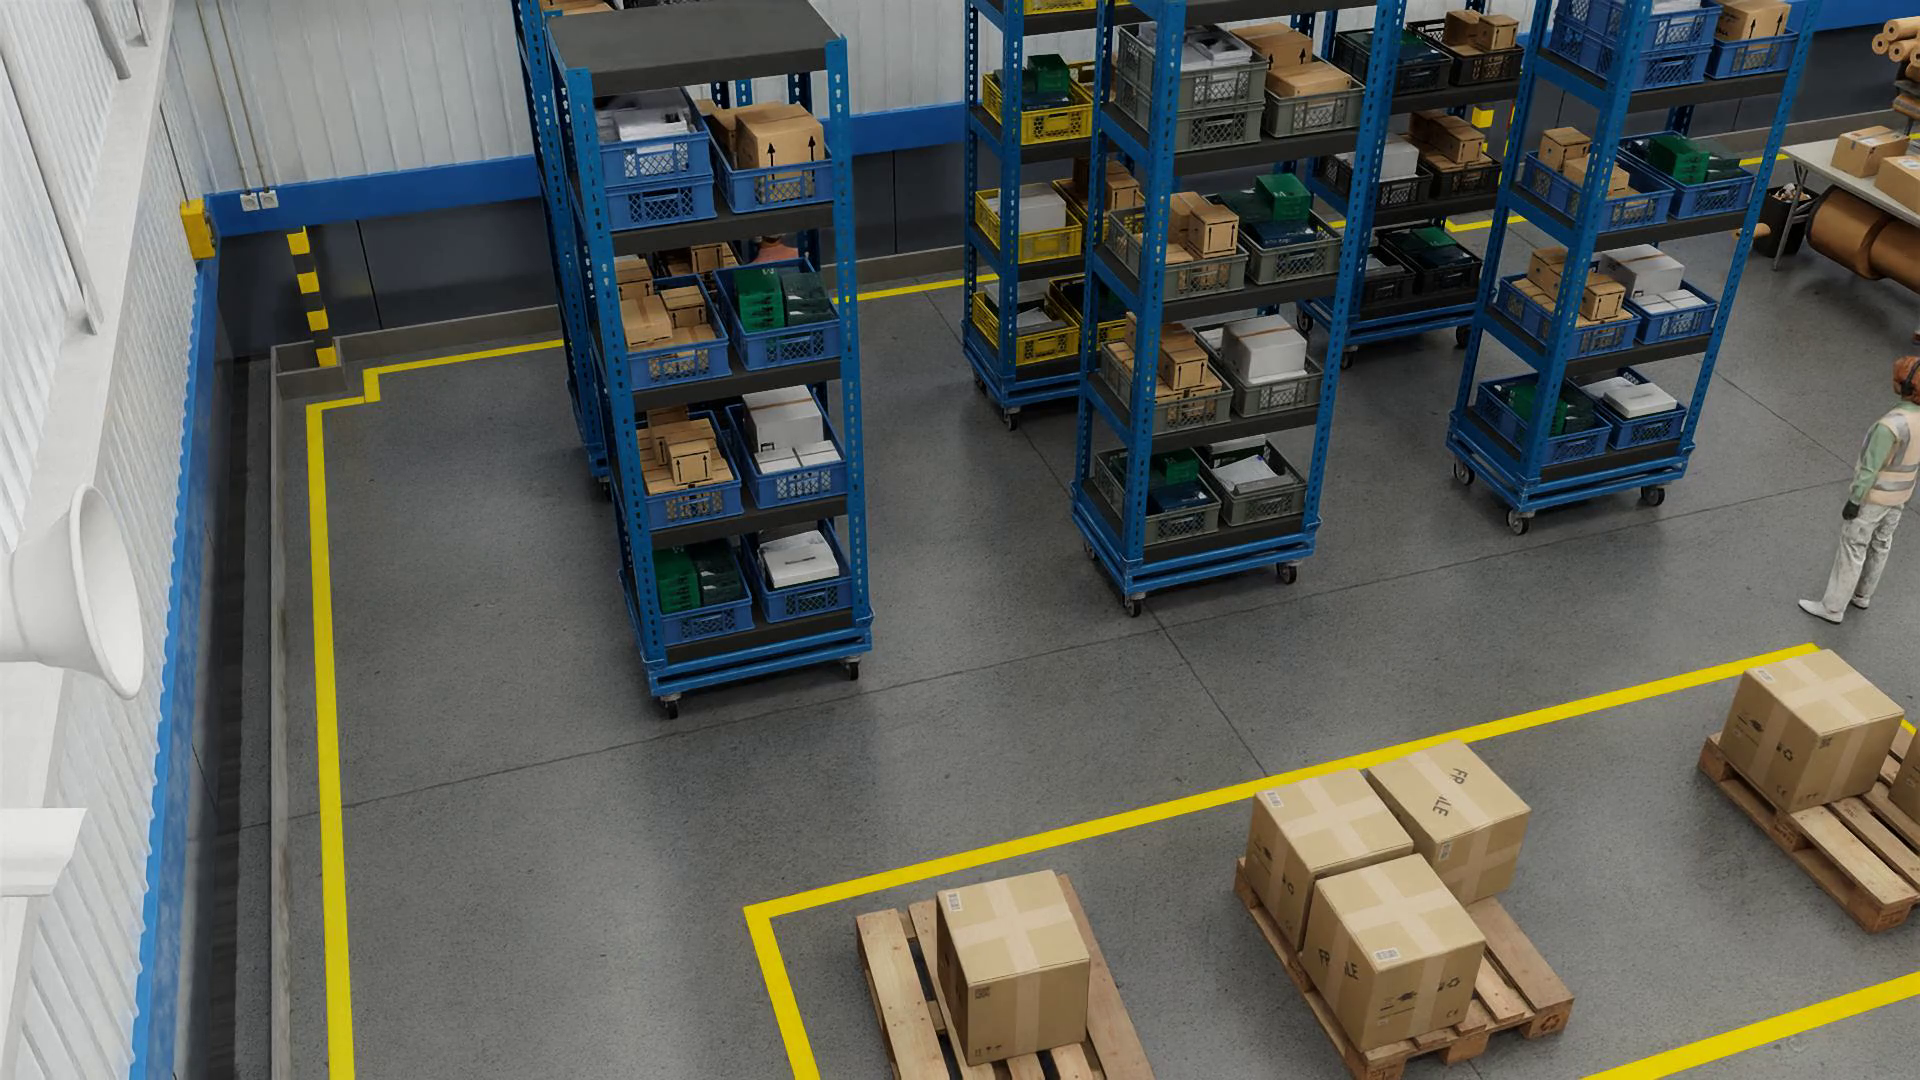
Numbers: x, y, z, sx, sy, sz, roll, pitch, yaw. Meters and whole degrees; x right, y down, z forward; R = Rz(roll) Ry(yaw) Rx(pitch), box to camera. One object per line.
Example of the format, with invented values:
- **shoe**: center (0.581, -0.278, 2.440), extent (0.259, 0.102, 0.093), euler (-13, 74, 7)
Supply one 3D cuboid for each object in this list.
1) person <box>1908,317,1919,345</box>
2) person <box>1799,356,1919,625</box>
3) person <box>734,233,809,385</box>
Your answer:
- **person**: center (7.177, -2.143, 11.649), extent (0.374, 1.931, 0.626), euler (5, 35, 7)
- **person**: center (5.104, -0.267, 9.239), extent (0.521, 1.632, 0.314), euler (-21, 40, -27)
- **person**: center (-1.129, -1.176, 10.232), extent (0.623, 1.980, 0.412), euler (-28, 44, -34)
